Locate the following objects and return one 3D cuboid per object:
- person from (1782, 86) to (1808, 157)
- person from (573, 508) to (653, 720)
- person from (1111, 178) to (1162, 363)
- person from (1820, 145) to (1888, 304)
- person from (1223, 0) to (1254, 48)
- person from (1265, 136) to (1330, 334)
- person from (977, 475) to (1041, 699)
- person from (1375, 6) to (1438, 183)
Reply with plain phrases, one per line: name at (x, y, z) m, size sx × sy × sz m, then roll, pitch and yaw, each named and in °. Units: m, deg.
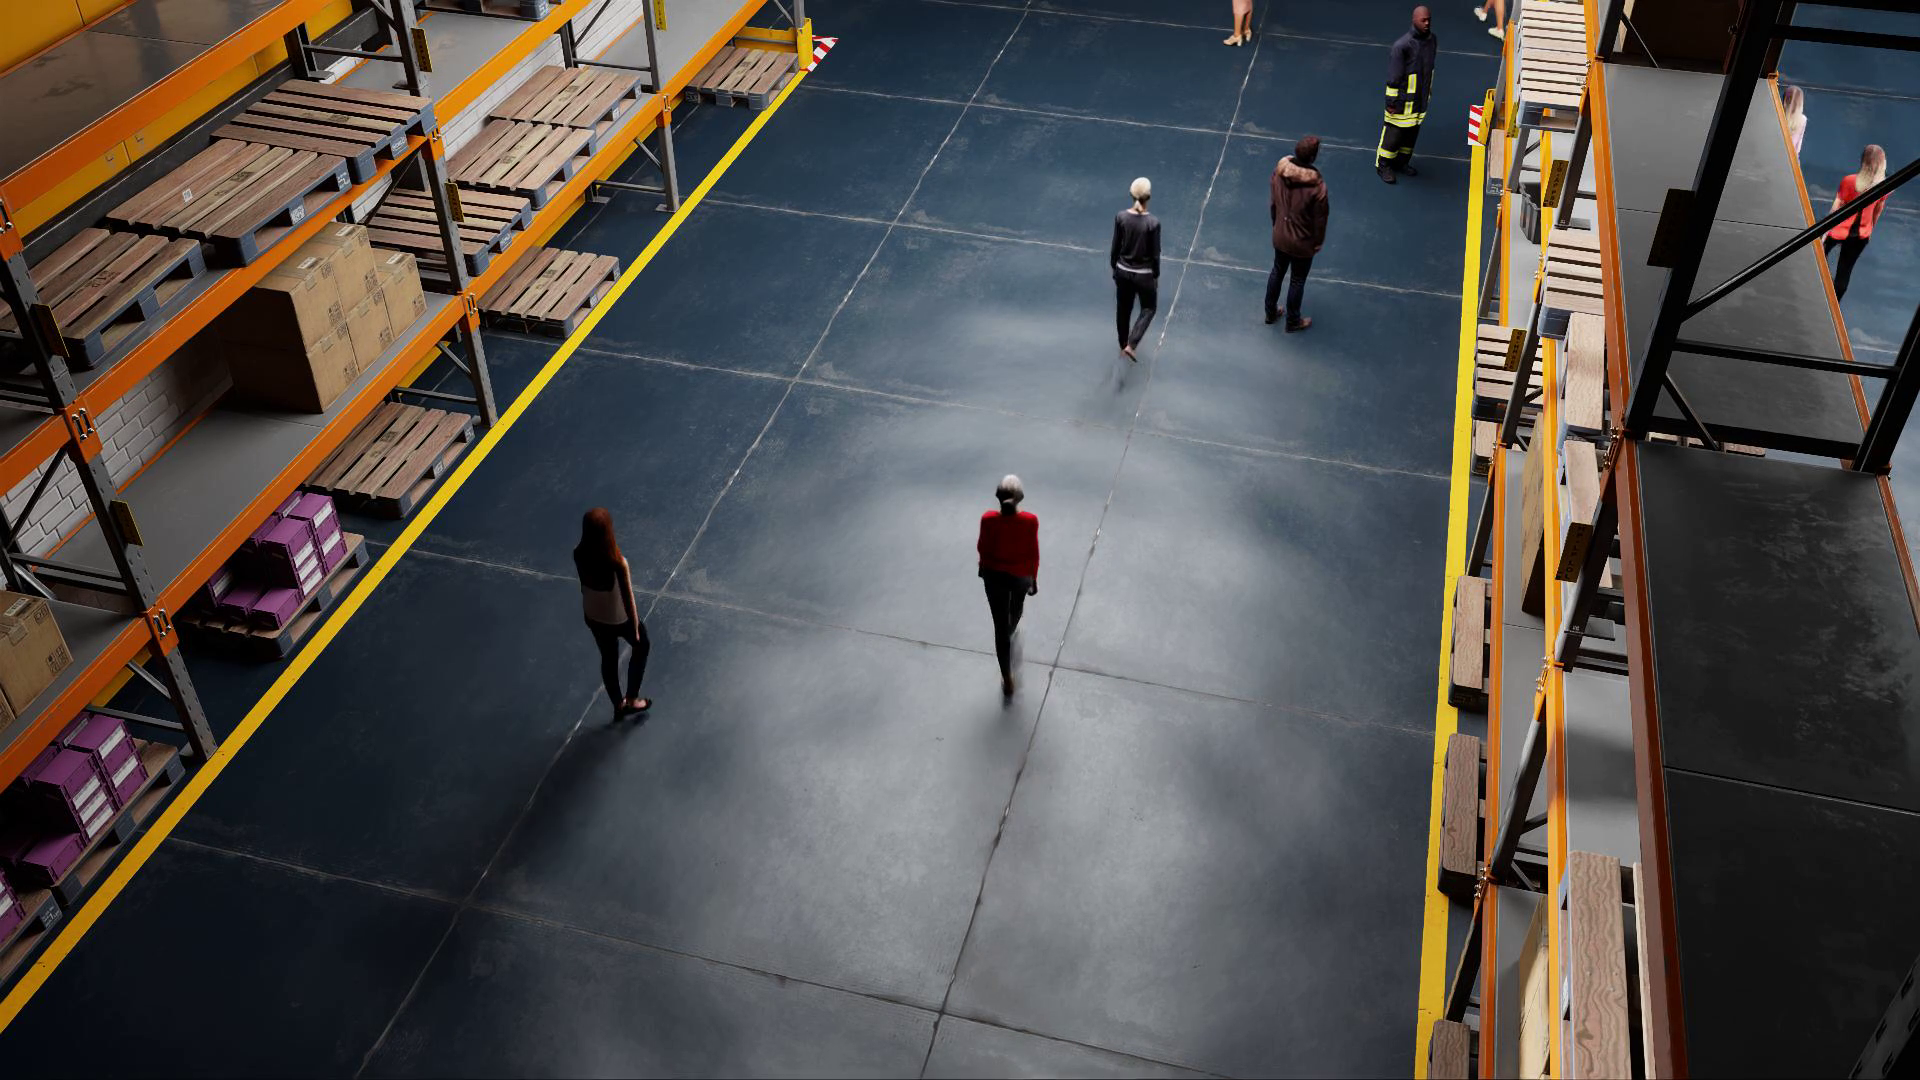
person at (7.765, -3.473, 15.872) m, size 0.836 × 1.668 × 1.083 m, roll -4°, pitch 39°, yaw -5°
person at (-2.311, 0.548, 10.802) m, size 0.587 × 1.713 × 0.568 m, roll 13°, pitch 40°, yaw 16°
person at (1.490, -2.286, 14.350) m, size 0.689 × 1.715 × 0.811 m, roll 16°, pitch 41°, yaw 20°
person at (7.951, -2.678, 14.872) m, size 0.667 × 1.675 × 0.752 m, roll 5°, pitch 39°, yaw 7°
person at (3.444, -6.867, 19.992) m, size 0.720 × 1.832 × 0.559 m, roll 22°, pitch 44°, yaw 26°
person at (2.982, -2.722, 14.788) m, size 0.884 × 1.848 × 0.874 m, roll -30°, pitch 48°, yaw -32°
person at (0.318, 0.336, 11.119) m, size 0.764 × 1.648 × 1.150 m, roll 0°, pitch 39°, yaw 1°
person at (4.635, -4.637, 17.207) m, size 0.855 × 1.822 × 0.920 m, roll -21°, pitch 43°, yaw -24°
